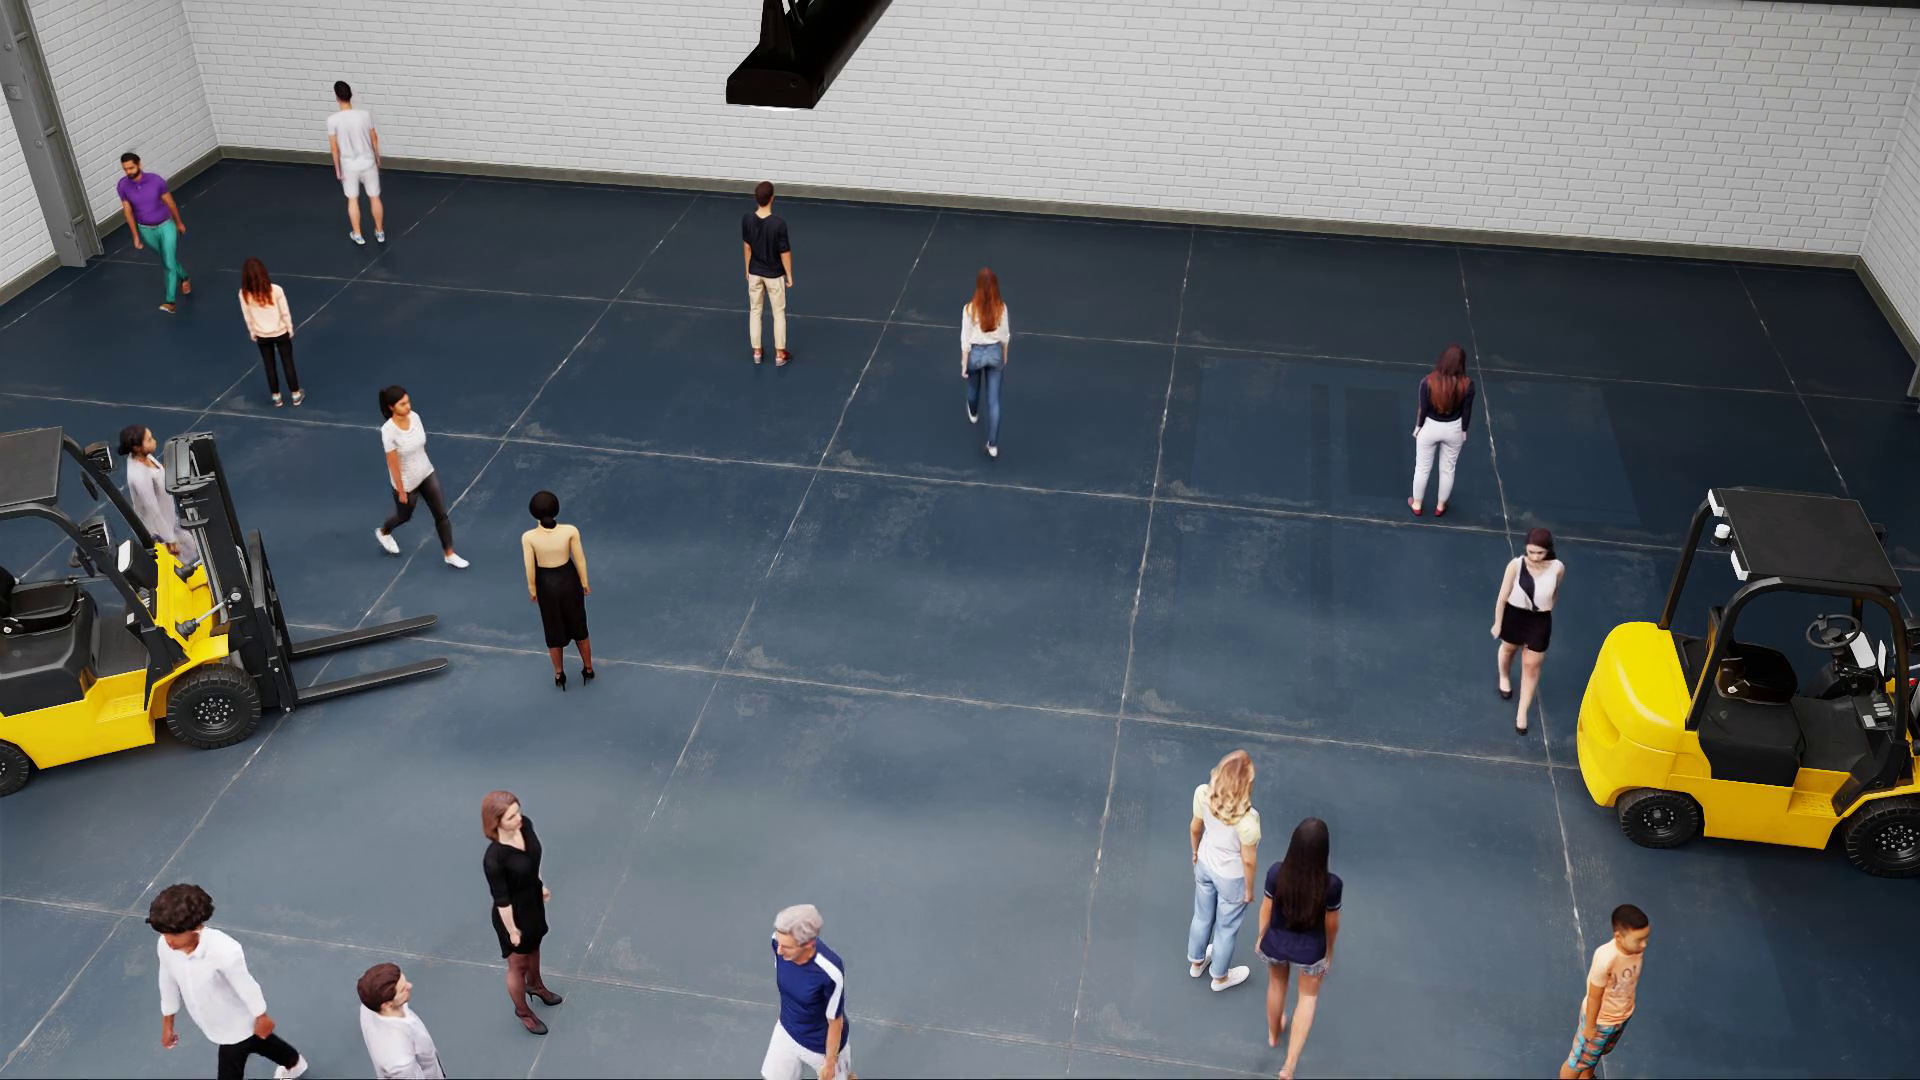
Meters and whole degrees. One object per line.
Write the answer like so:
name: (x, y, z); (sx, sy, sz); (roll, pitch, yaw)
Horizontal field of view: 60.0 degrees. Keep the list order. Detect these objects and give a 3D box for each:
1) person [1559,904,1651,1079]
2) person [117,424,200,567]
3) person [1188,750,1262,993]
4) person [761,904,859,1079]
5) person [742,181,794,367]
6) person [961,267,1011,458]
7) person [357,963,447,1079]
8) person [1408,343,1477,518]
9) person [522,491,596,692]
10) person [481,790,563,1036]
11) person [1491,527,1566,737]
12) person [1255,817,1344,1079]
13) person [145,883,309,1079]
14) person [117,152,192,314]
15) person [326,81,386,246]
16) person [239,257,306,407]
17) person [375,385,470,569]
person: (3.436, 2.503, 8.863); (0.591, 1.461, 0.661); (-24, 41, -32)
person: (-6.119, -0.089, 12.528); (0.880, 1.722, 0.807); (-14, 36, -19)
person: (1.506, 1.900, 9.531); (0.742, 1.727, 0.712); (-28, 42, -35)
person: (-0.705, 2.477, 8.591); (0.893, 1.806, 1.025); (19, 38, 26)
person: (-1.884, -2.577, 16.154); (0.638, 1.851, 0.538); (7, 34, 11)
person: (0.243, -1.549, 14.763); (0.808, 1.679, 1.205); (-3, 34, -4)
person: (-2.674, 2.746, 8.144); (0.816, 1.853, 0.755); (-21, 39, -28)
person: (4.012, -0.917, 13.876); (0.586, 1.608, 0.523); (5, 34, 8)
person: (-2.877, 0.360, 11.914); (0.665, 1.653, 0.679); (-10, 35, -15)
person: (-2.467, 2.064, 9.302); (0.651, 1.706, 0.438); (7, 34, 10)
person: (3.966, 0.541, 11.682); (0.547, 1.609, 0.851); (1, 34, 1)
person: (1.793, 2.254, 8.977); (0.638, 1.751, 0.901); (9, 35, 14)
person: (-3.801, 2.426, 8.713); (0.829, 1.756, 1.196); (14, 36, 19)
person: (-8.311, -3.250, 17.312); (0.873, 1.691, 1.275); (-6, 34, -9)
person: (-6.713, -4.206, 18.605); (0.807, 1.852, 0.851); (-18, 38, -25)
person: (-6.441, -1.943, 15.533); (0.624, 1.483, 0.612); (-5, 34, -7)
person: (-4.434, -0.486, 13.247); (0.846, 1.587, 1.080); (16, 37, 22)
